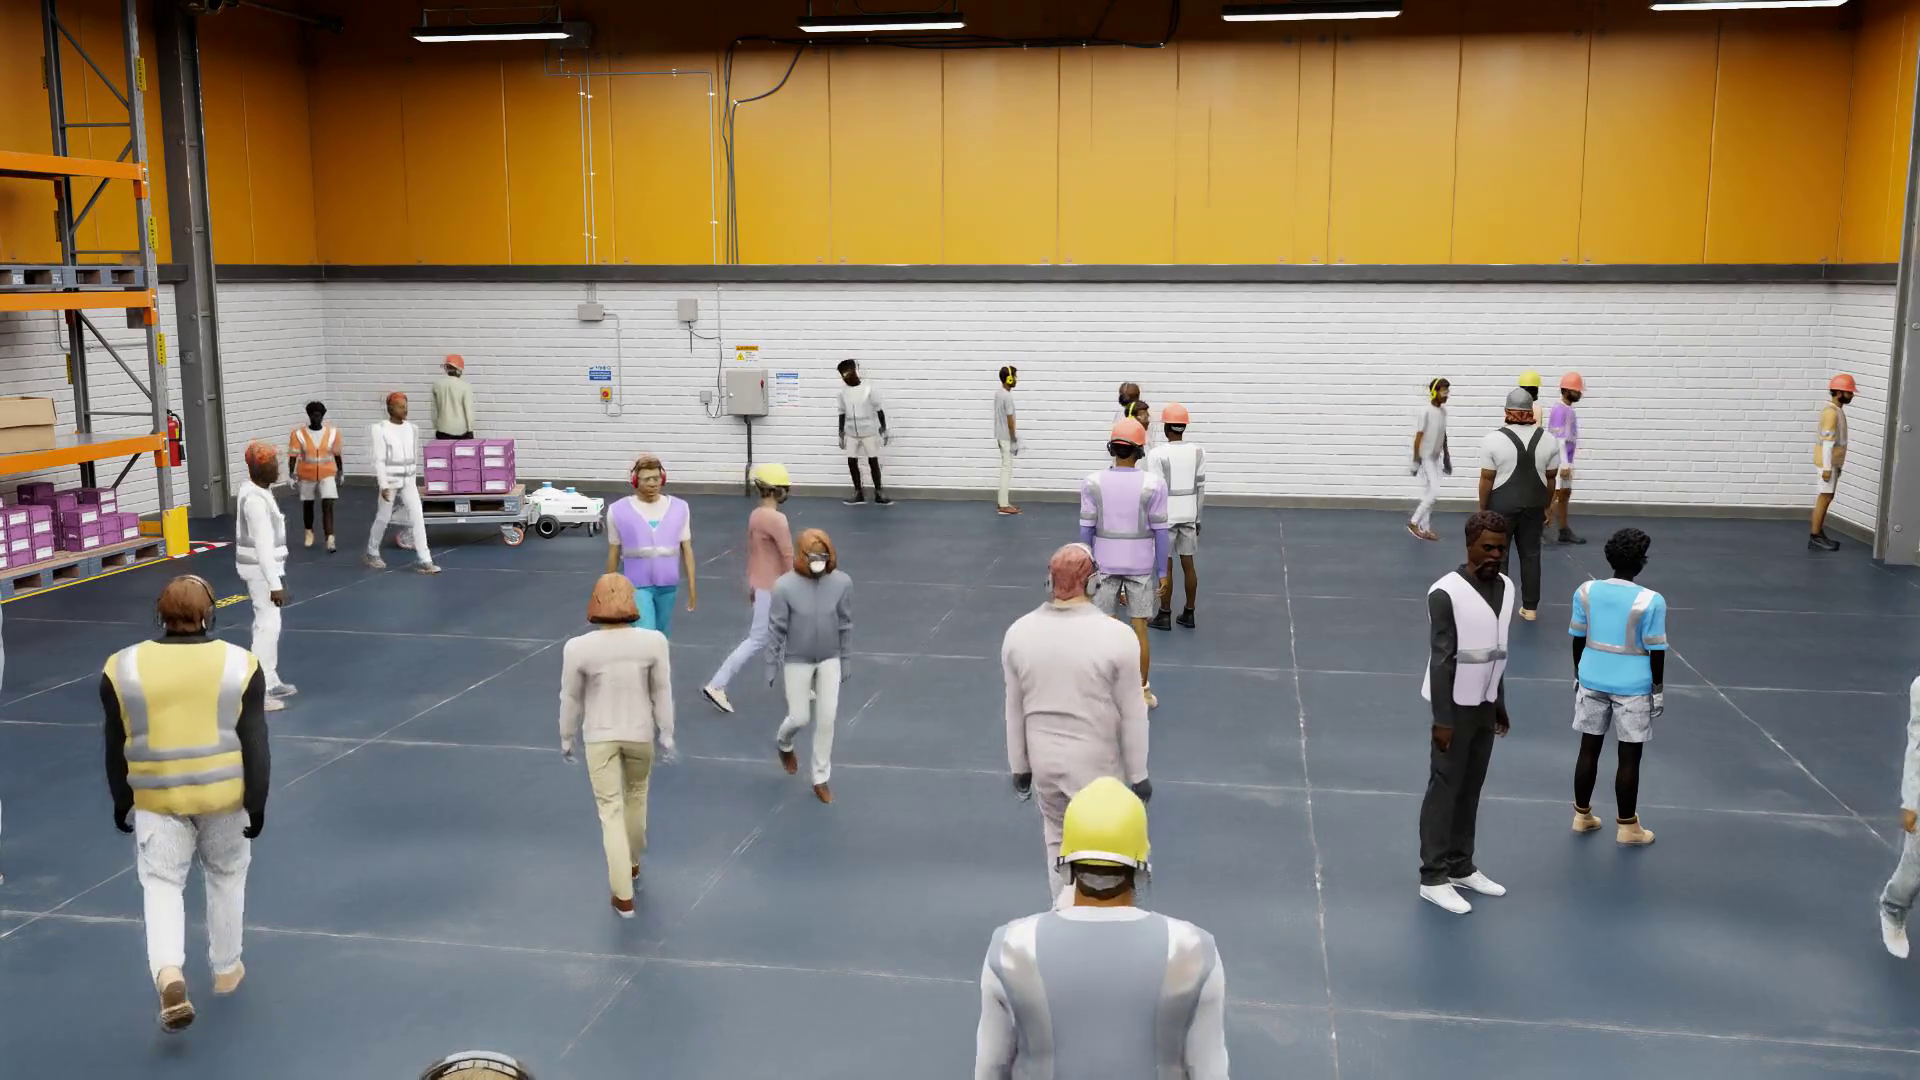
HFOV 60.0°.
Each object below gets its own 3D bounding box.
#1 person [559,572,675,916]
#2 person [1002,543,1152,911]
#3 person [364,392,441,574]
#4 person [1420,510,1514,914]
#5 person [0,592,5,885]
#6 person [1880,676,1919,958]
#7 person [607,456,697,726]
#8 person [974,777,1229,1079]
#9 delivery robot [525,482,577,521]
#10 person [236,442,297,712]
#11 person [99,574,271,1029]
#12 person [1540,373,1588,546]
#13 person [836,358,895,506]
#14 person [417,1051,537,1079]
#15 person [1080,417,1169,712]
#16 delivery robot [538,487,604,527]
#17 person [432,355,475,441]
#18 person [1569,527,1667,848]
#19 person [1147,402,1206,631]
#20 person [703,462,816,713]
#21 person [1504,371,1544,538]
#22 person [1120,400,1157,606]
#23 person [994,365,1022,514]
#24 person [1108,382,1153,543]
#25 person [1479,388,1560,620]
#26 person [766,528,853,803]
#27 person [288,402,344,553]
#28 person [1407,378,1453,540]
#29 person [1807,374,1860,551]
[{"bbox_3d":[-1.676,0.942,8.041,0.523,1.600,0.752,-4,10,-23],"label":"person"},{"bbox_3d":[0.478,0.955,7.104,0.654,1.889,0.707,6,11,33],"label":"person"},{"bbox_3d":[-5.729,-0.585,16.863,0.989,1.840,0.579,7,11,37],"label":"person"},{"bbox_3d":[2.439,0.800,8.000,0.589,1.915,0.399,-8,12,-40],"label":"person"},{"bbox_3d":[-4.923,0.783,8.027,0.627,1.941,0.371,1,9,5],"label":"person"},{"bbox_3d":[4.194,1.062,7.010,0.488,1.713,0.848,1,9,8],"label":"person"},{"bbox_3d":[-2.125,0.304,11.408,0.578,1.811,0.935,-5,10,-26],"label":"person"},{"bbox_3d":[0.351,1.461,4.203,0.621,1.809,0.732,1,9,4],"label":"person"},{"bbox_3d":[-4.865,-0.441,19.609,0.477,0.478,0.707,7,11,36],"label":"delivery robot"},{"bbox_3d":[-4.870,0.247,11.599,0.358,1.866,0.679,-4,10,-25],"label":"person"},{"bbox_3d":[-3.115,1.051,6.730,0.621,1.823,0.760,-3,10,-19],"label":"person"},{"bbox_3d":[6.676,-0.885,18.462,0.590,1.924,0.615,6,11,31],"label":"person"},{"bbox_3d":[-1.219,-1.386,21.558,0.780,1.929,0.393,3,10,18],"label":"person"},{"bbox_3d":[-0.705,1.670,2.528,0.635,1.936,0.353,-4,10,-22],"label":"person"},{"bbox_3d":[1.135,0.176,11.468,0.614,2.041,0.389,2,9,15],"label":"person"},{"bbox_3d":[-4.467,-0.362,19.120,0.707,0.478,0.477,0,9,-2],"label":"delivery robot"},{"bbox_3d":[-6.733,-1.496,22.206,0.657,1.937,0.827,1,9,9],"label":"person"},{"bbox_3d":[3.492,0.773,8.831,0.316,1.696,0.541,-7,11,-37],"label":"person"},{"bbox_3d":[1.810,-0.197,14.111,0.542,1.938,0.357,-4,10,-23],"label":"person"},{"bbox_3d":[-1.382,0.323,11.533,0.873,1.726,0.527,-4,10,-22],"label":"person"},{"bbox_3d":[6.376,-0.943,18.766,0.362,1.930,0.587,-3,10,-20],"label":"person"},{"bbox_3d":[1.603,-0.334,15.159,0.328,1.876,0.508,6,11,34],"label":"person"},{"bbox_3d":[0.613,-1.256,20.919,0.364,1.866,0.520,-2,9,-11],"label":"person"},{"bbox_3d":[1.957,-0.863,18.627,0.832,1.821,0.617,5,10,27],"label":"person"},{"bbox_3d":[4.814,-0.312,14.505,0.689,2.000,0.539,-1,9,-4],"label":"person"},{"bbox_3d":[-0.885,0.695,9.615,0.505,1.607,0.547,-4,10,-23],"label":"person"},{"bbox_3d":[-7.023,-0.696,18.128,0.568,1.639,0.907,-4,10,-26],"label":"person"},{"bbox_3d":[5.329,-0.904,18.772,0.384,1.849,0.540,8,12,40],"label":"person"},{"bbox_3d":[9.538,-0.846,18.162,0.394,1.926,0.548,6,11,33],"label":"person"}]
